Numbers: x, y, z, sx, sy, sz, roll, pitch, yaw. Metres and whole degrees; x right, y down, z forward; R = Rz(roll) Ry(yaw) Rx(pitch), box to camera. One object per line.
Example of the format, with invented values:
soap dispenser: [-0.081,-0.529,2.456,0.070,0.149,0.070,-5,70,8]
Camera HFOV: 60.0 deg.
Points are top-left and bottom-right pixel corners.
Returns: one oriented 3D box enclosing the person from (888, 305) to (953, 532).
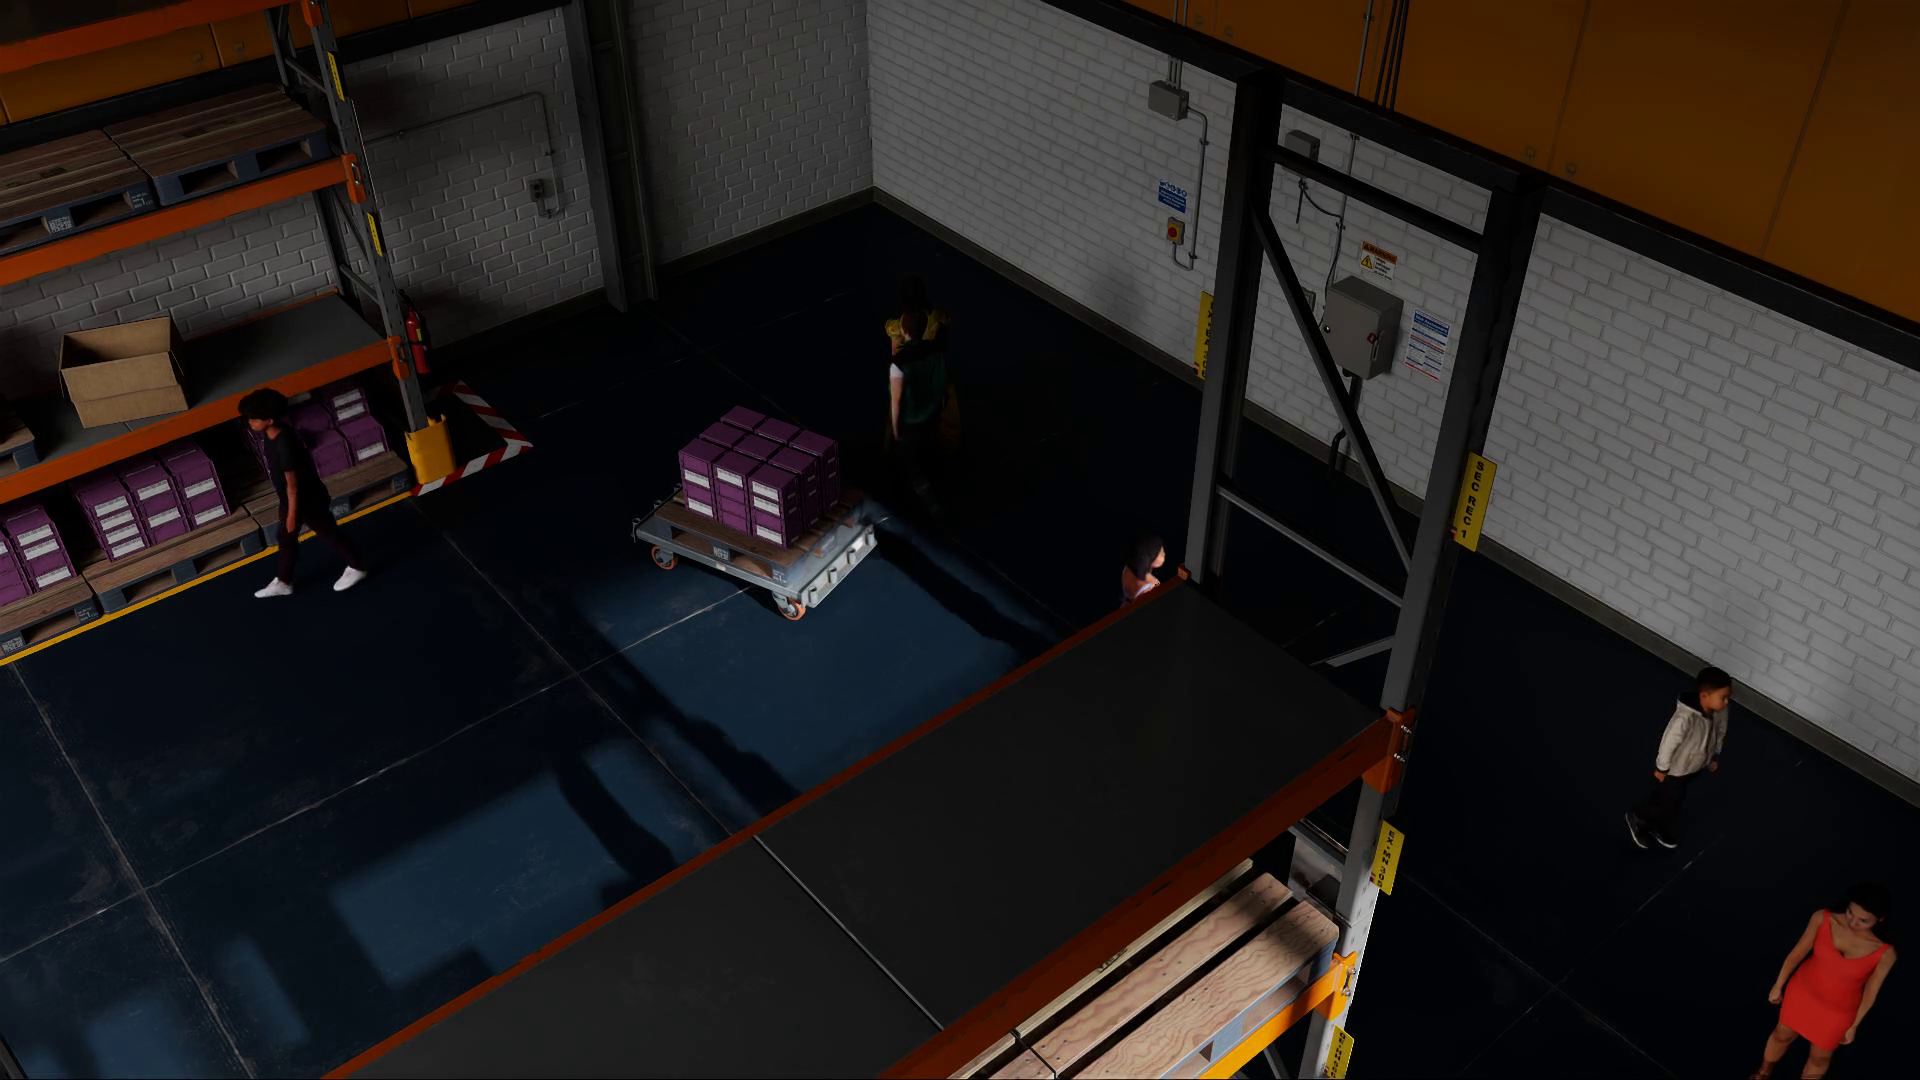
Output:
person: [-0.285,-0.890,12.482,0.903,1.822,0.716,-30,47,-32]

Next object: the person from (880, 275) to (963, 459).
person: [-0.325,-1.345,13.183,0.877,1.658,1.026,-13,40,-16]

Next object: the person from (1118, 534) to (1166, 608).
person: [1.079,0.655,10.655,0.861,1.686,0.727,-13,40,-15]

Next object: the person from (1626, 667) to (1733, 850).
person: [4.318,1.283,10.063,0.491,1.444,0.662,-24,44,-27]

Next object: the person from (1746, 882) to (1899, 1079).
person: [4.421,2.345,8.514,0.611,1.718,0.555,31,48,33]

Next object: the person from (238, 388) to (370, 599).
person: [-4.613,-0.348,11.867,1.000,1.742,0.646,-31,48,-33]
